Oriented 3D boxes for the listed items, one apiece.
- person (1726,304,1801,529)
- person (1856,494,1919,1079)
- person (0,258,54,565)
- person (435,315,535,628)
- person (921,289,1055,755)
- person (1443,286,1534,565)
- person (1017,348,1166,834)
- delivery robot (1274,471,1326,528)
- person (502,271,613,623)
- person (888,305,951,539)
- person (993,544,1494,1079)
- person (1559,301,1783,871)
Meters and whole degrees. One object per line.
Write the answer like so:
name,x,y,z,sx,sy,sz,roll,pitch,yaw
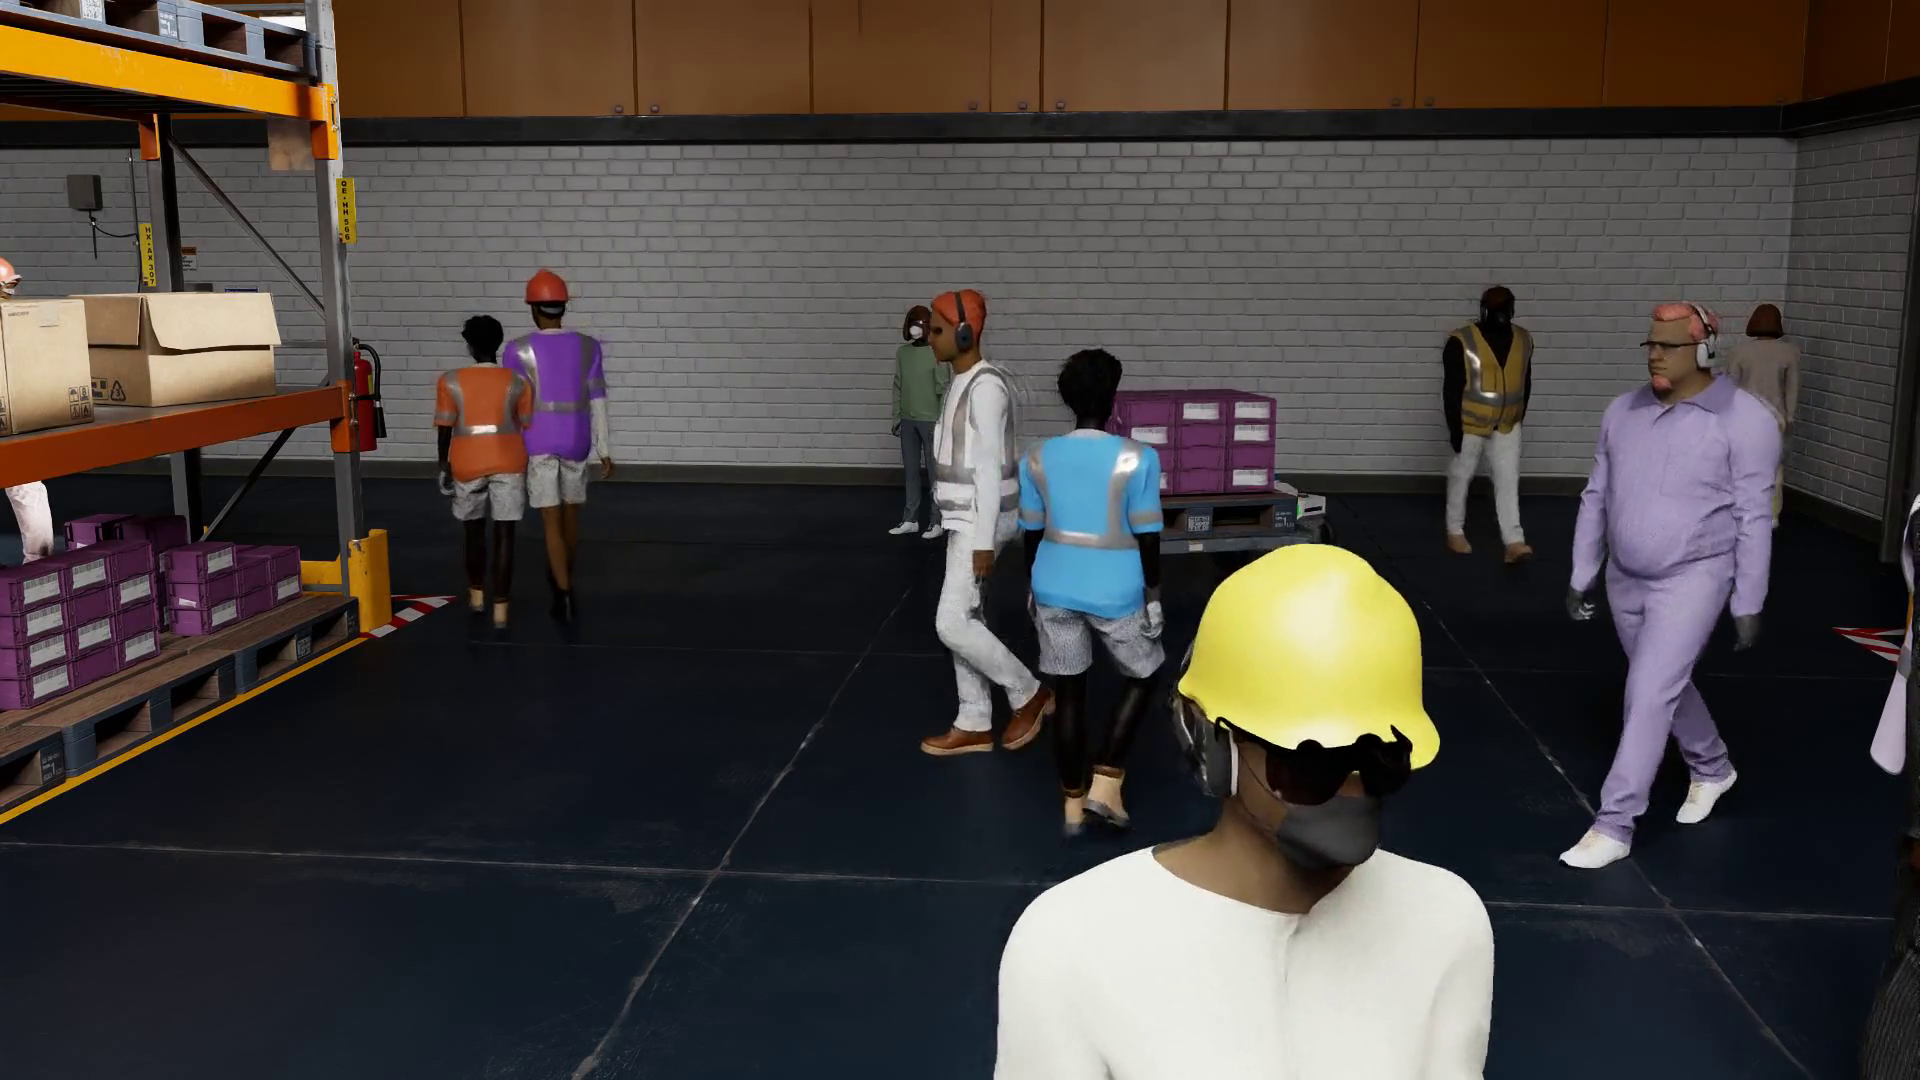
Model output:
person,5.792,-0.889,12.063,0.501,1.633,0.283,3,10,15
person,2.053,0.498,3.312,0.590,1.920,0.399,-6,12,-31
person,-5.640,-0.685,9.863,0.396,1.992,0.623,-4,11,-21
person,-2.555,-0.384,9.076,0.554,1.654,0.751,-2,10,-9
person,0.076,-0.048,6.567,0.466,1.869,0.585,-2,10,-11
person,3.435,-0.747,10.818,0.636,1.783,0.974,-1,10,-7
person,0.447,0.189,5.702,0.553,1.687,0.354,5,11,27
delivery robot,2.065,-0.216,11.031,0.477,0.478,0.707,-8,13,-39
person,-2.282,-0.532,9.269,0.560,1.893,0.933,-6,11,-29
person,-0.286,-0.830,11.721,0.502,1.636,0.277,8,13,38
person,0.287,0.866,1.639,0.535,1.753,0.385,-3,10,-19
person,2.399,0.125,5.614,0.980,1.865,0.657,-5,11,-28
